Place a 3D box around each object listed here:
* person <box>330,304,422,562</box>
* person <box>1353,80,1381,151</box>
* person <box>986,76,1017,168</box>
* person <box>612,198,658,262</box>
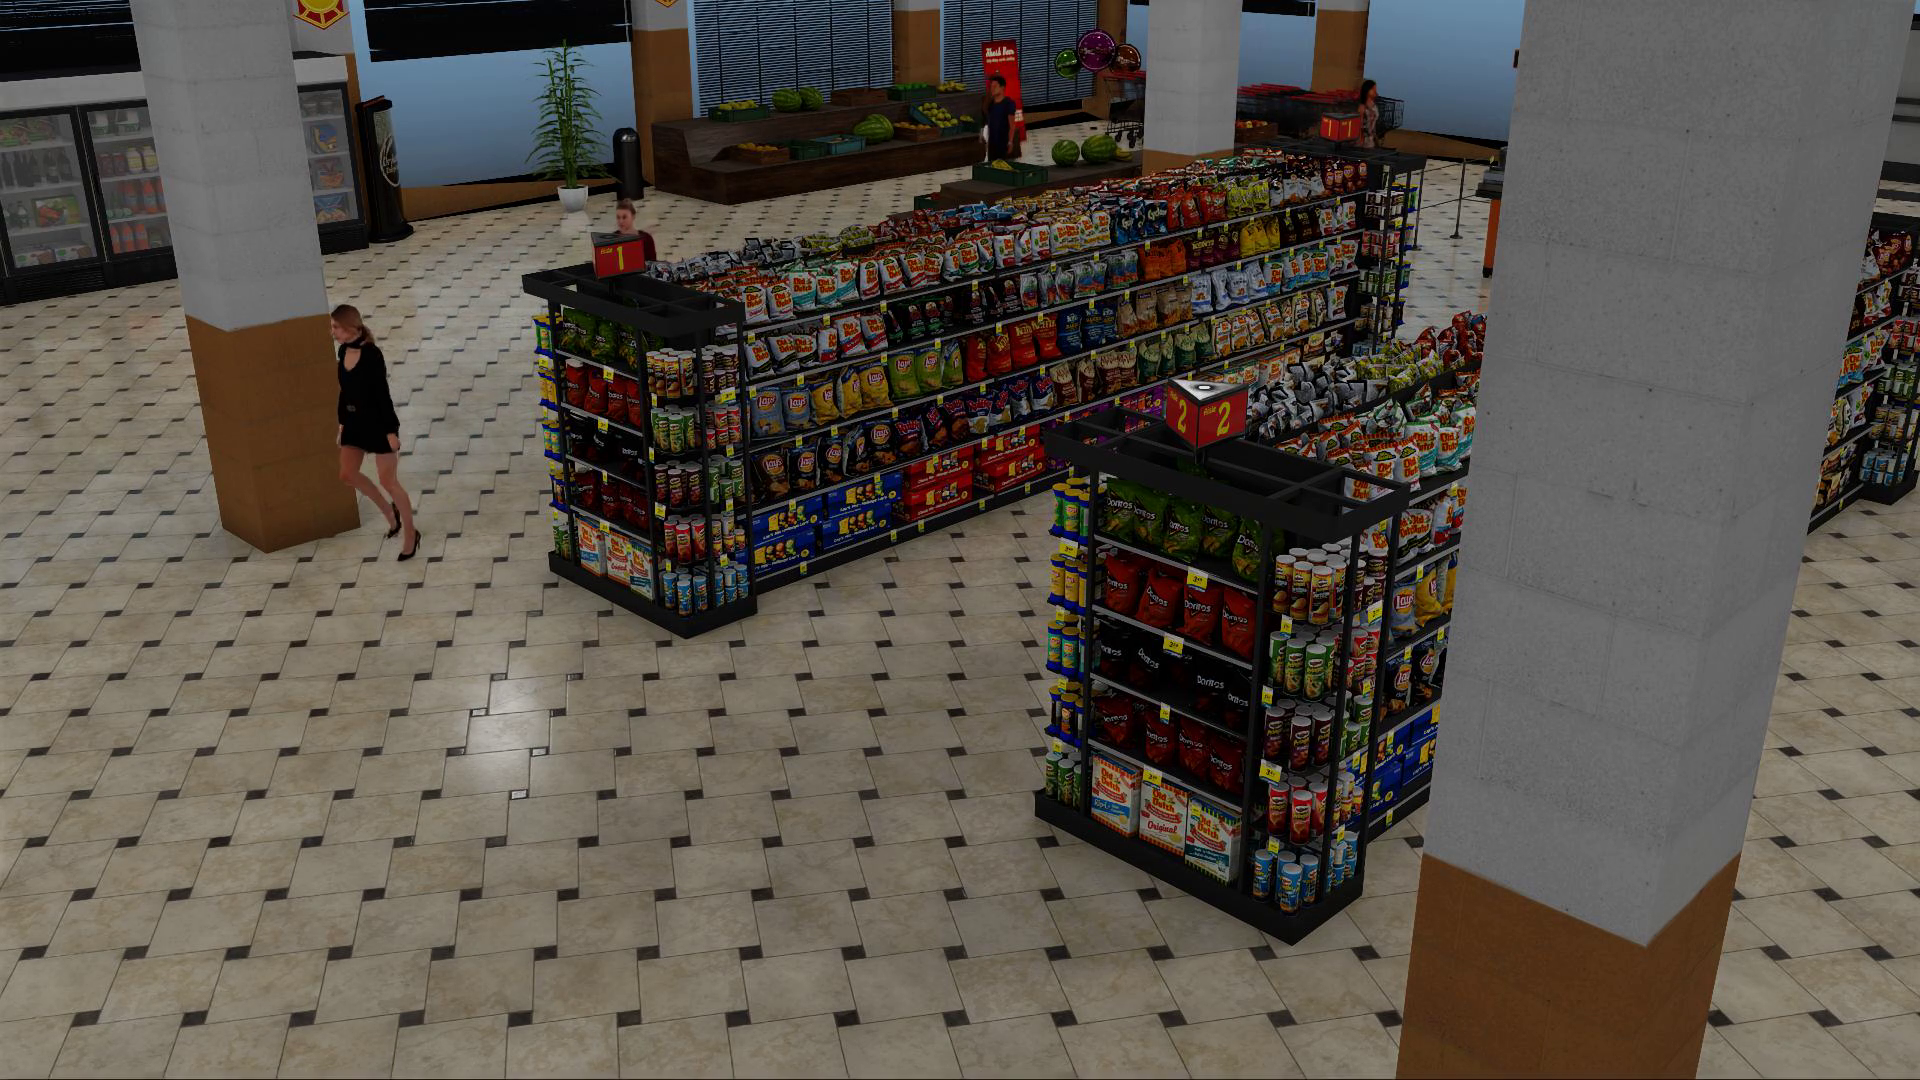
[{"bbox_3d":[-3.871,-0.726,11.062,0.663,1.748,0.712,10,24,24],"label":"person"},{"bbox_3d":[5.628,-5.641,23.446,0.754,1.636,0.664,16,27,35],"label":"person"},{"bbox_3d":[0.610,-5.417,22.701,0.728,1.775,0.987,16,27,35],"label":"person"},{"bbox_3d":[-2.861,-2.183,14.768,0.782,1.690,0.812,6,23,15],"label":"person"}]
